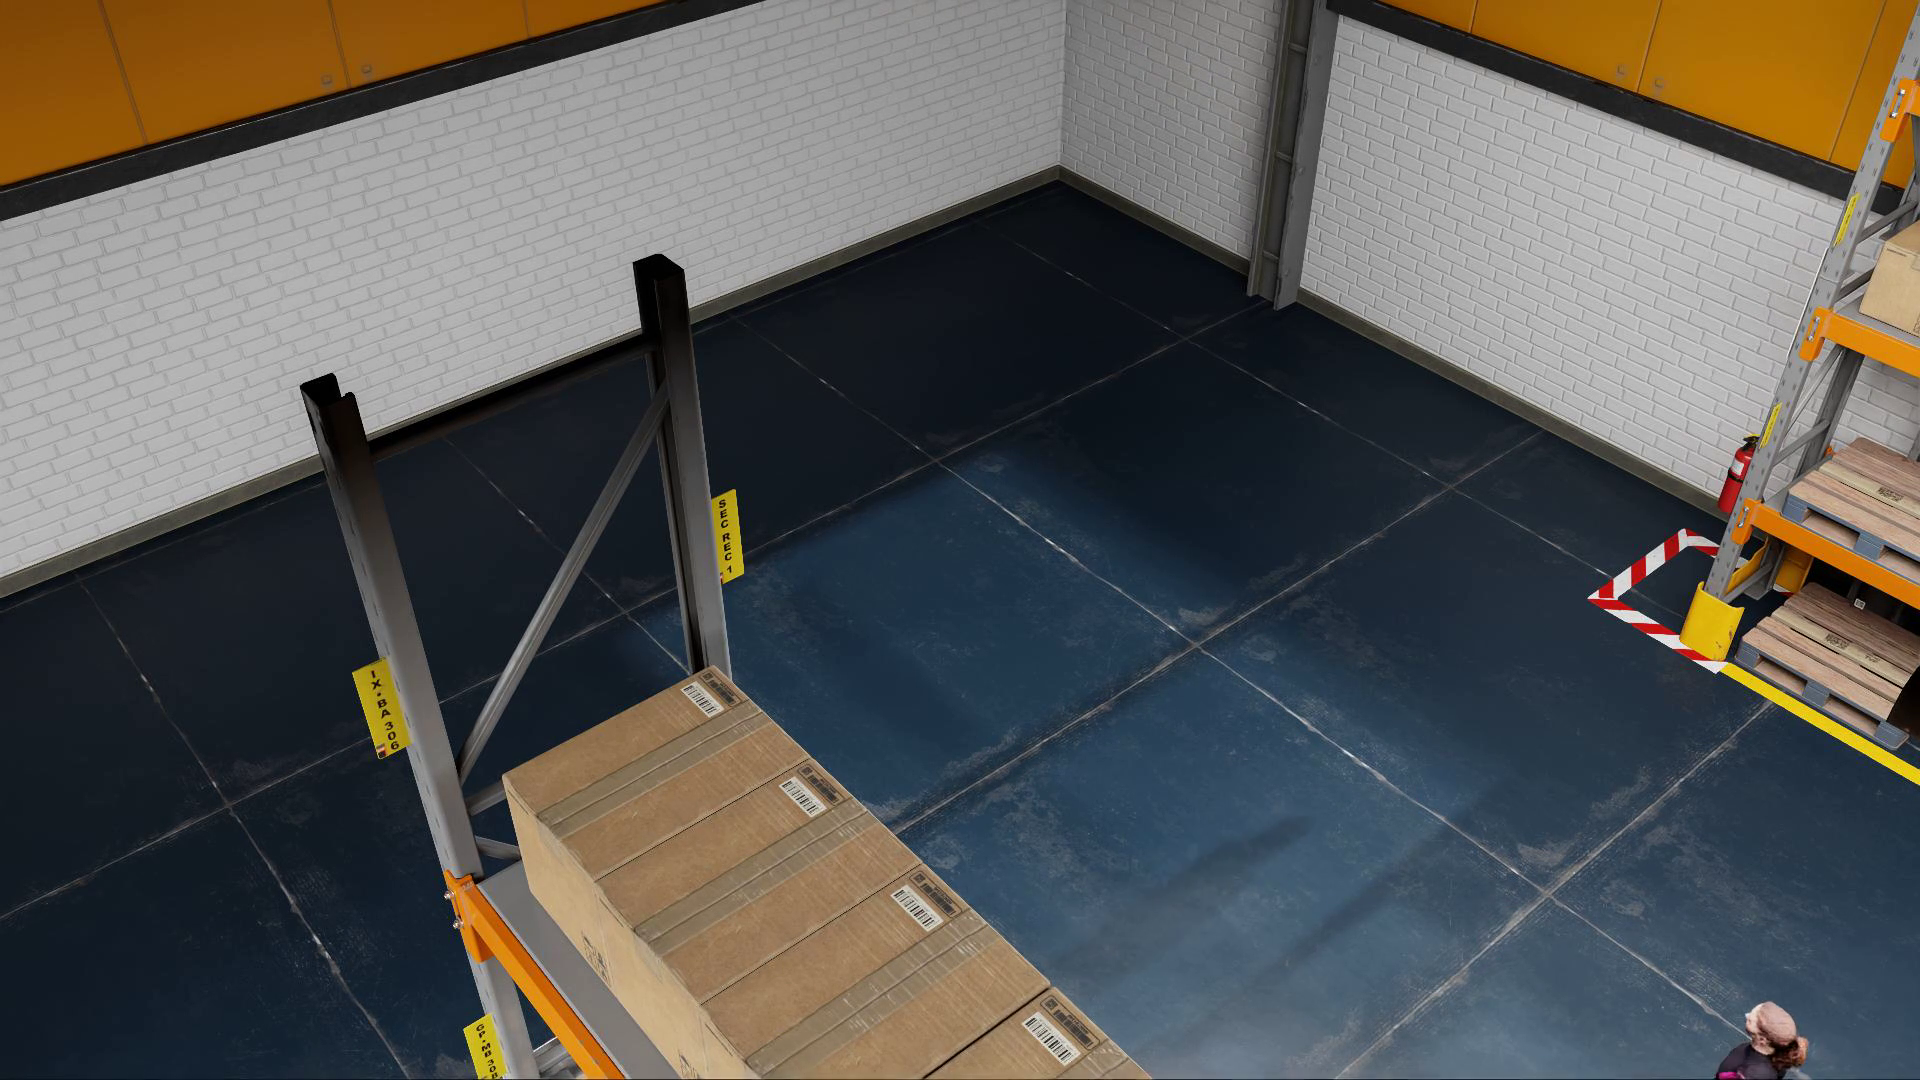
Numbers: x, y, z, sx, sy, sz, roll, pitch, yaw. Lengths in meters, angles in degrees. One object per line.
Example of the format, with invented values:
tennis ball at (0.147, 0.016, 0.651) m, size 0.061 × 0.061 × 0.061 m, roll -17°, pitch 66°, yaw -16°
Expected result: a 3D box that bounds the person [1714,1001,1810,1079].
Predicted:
person at (3.787, 2.869, 8.100) m, size 0.589 × 1.736 × 0.843 m, roll -31°, pitch 48°, yaw -33°
